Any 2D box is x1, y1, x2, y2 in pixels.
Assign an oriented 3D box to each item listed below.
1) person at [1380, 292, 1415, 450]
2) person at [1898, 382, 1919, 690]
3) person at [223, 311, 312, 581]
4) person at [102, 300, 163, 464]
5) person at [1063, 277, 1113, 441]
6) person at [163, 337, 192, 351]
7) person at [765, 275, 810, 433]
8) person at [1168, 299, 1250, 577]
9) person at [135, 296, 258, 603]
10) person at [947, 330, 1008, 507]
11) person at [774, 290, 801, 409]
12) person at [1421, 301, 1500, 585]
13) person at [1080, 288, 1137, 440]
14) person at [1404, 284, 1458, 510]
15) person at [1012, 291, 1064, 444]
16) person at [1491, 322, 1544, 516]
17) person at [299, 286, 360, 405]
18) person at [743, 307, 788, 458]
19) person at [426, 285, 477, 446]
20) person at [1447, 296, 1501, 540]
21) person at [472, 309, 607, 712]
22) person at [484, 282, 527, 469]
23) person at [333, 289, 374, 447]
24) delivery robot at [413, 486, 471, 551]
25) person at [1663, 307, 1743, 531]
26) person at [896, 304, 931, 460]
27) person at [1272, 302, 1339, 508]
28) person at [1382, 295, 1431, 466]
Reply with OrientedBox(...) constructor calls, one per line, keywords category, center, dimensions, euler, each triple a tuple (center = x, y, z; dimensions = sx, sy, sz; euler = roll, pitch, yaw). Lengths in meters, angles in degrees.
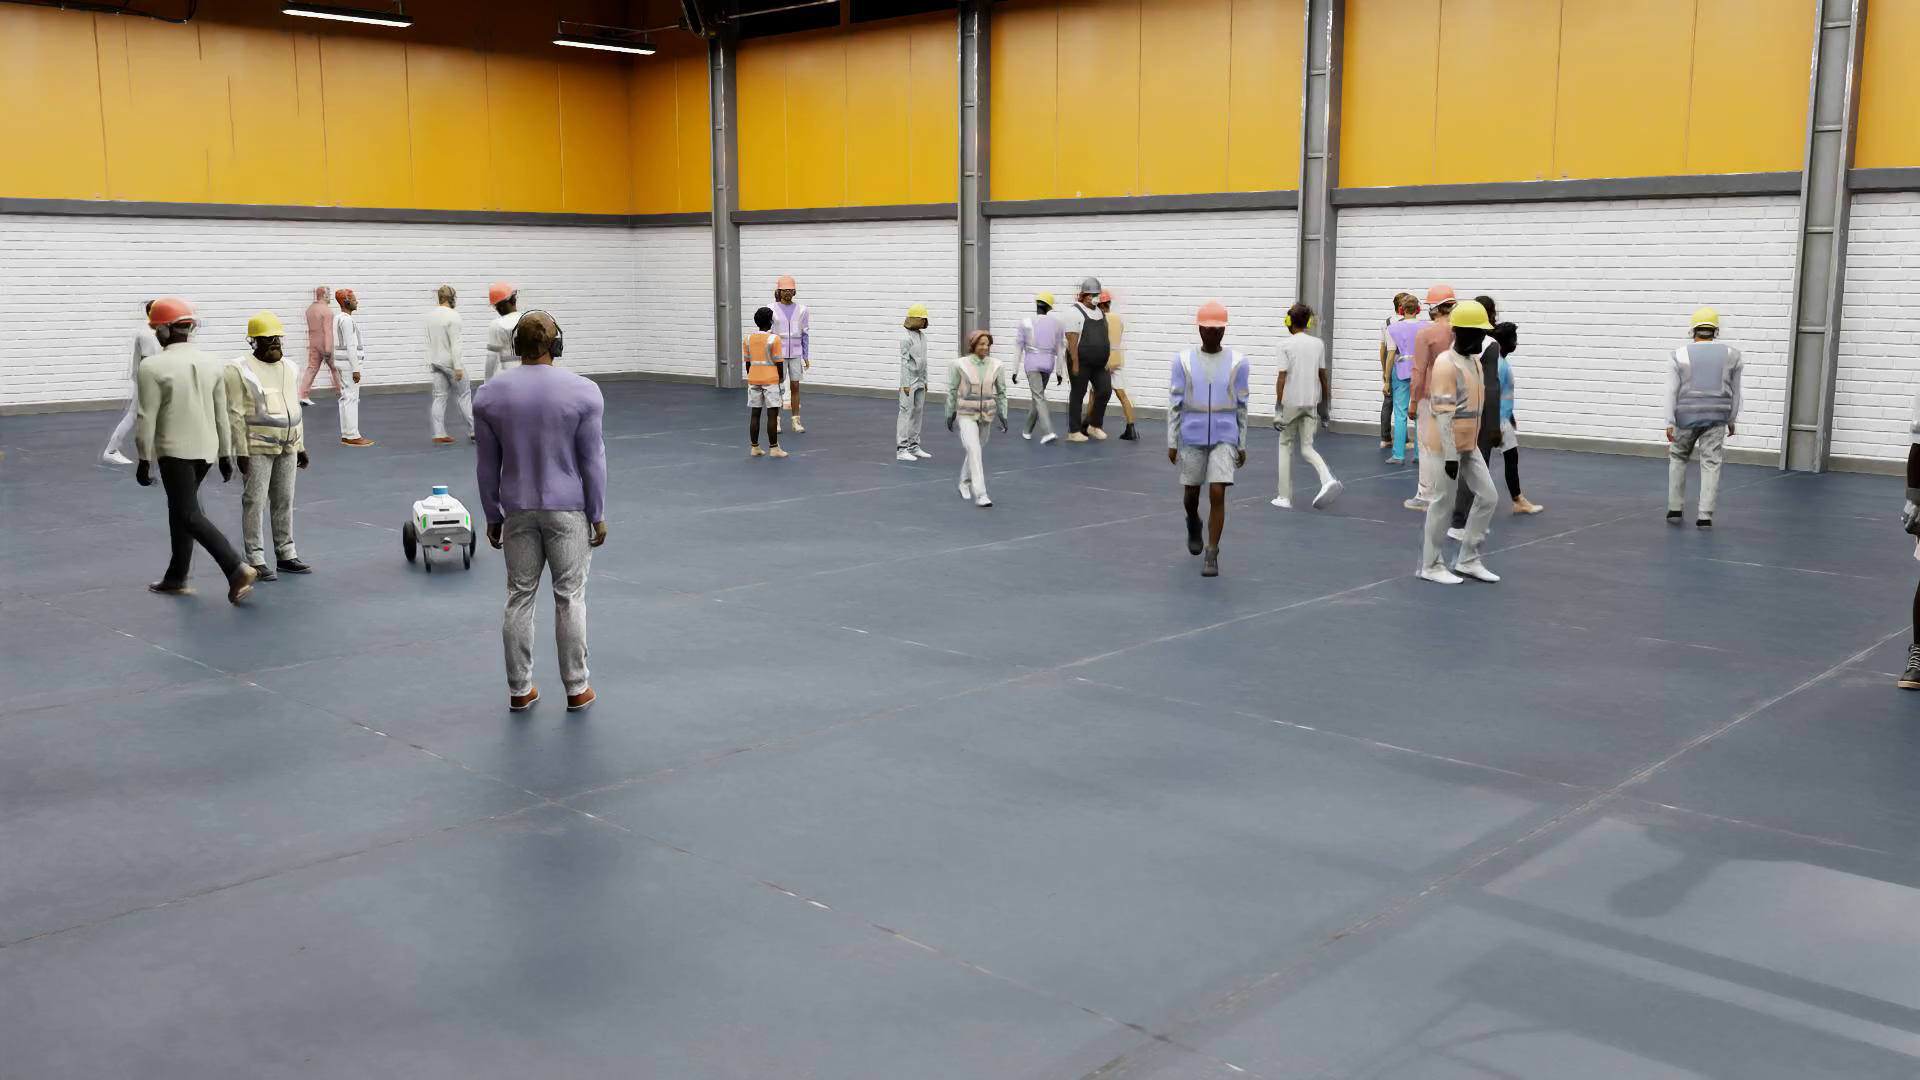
OrientedBox(category="person", center=(5.166, -1.979, 19.540), dimensions=(0.336, 1.845, 0.513), euler=(-6, 11, -33))
OrientedBox(category="person", center=(5.036, -0.199, 8.286), dimensions=(0.602, 1.958, 0.369), euler=(5, 11, 29))
OrientedBox(category="person", center=(-4.727, -0.648, 11.418), dimensions=(0.404, 1.835, 0.588), euler=(5, 10, 28))
OrientedBox(category="person", center=(-8.864, -1.707, 18.078), dimensions=(1.001, 1.799, 0.564), euler=(-1, 9, -4))
OrientedBox(category="person", center=(1.584, -2.221, 20.427), dimensions=(0.696, 2.000, 0.543), euler=(-7, 12, -37))
OrientedBox(category="person", center=(-8.849, -1.804, 18.748), dimensions=(0.420, 1.750, 0.544), euler=(4, 10, 22))
OrientedBox(category="person", center=(-2.229, -2.394, 21.486), dimensions=(0.608, 2.044, 0.370), euler=(-3, 10, -20))
OrientedBox(category="person", center=(1.746, -0.734, 11.703), dimensions=(0.556, 1.920, 0.765), euler=(1, 9, 8))
OrientedBox(category="person", center=(-4.880, -0.570, 10.589), dimensions=(0.967, 1.954, 0.604), euler=(3, 10, 20))
OrientedBox(category="person", center=(0.151, -1.106, 15.018), dimensions=(0.530, 1.583, 0.945), euler=(-4, 10, -22))
OrientedBox(category="person", center=(-2.670, -2.896, 25.179), dimensions=(0.429, 1.844, 0.627), euler=(-7, 12, -38))
OrientedBox(category="person", center=(3.391, -0.632, 11.081), dimensions=(0.641, 1.904, 0.624), euler=(8, 12, 39))
OrientedBox(category="person", center=(1.825, -2.188, 20.736), dimensions=(0.575, 1.878, 1.048), euler=(-8, 12, -41))
OrientedBox(category="person", center=(4.213, -1.253, 14.677), dimensions=(0.619, 1.989, 0.397), euler=(-5, 10, -27))
OrientedBox(category="person", center=(0.974, -2.105, 20.346), dimensions=(0.628, 1.854, 1.004), euler=(-3, 10, -20))
OrientedBox(category="person", center=(4.713, -1.036, 14.327), dimensions=(0.793, 1.662, 0.547), euler=(2, 9, 11))
OrientedBox(category="person", center=(-9.947, -3.024, 25.935), dimensions=(0.654, 1.860, 0.990), euler=(7, 11, 35))
OrientedBox(category="person", center=(-2.184, -1.760, 18.655), dimensions=(0.535, 1.697, 0.318), euler=(5, 11, 29))
OrientedBox(category="person", center=(-6.063, -2.099, 20.043), dimensions=(0.659, 1.916, 0.786), euler=(7, 12, 37))
OrientedBox(category="person", center=(4.036, -0.939, 13.078), dimensions=(0.459, 1.933, 0.604), euler=(-2, 9, -11))
OrientedBox(category="person", center=(-1.993, -0.127, 7.953), dimensions=(0.623, 1.932, 0.368), euler=(1, 9, 4))
OrientedBox(category="person", center=(-4.581, -1.626, 16.976), dimensions=(0.919, 1.973, 0.638), euler=(4, 10, 26))
OrientedBox(category="person", center=(-7.292, -2.056, 19.898), dimensions=(0.355, 1.885, 0.576), euler=(-6, 11, -32))
OrientedBox(category="delivery robot", center=(-3.732, -0.146, 11.966), dimensions=(0.477, 0.478, 0.707), euler=(-4, 10, -22))
OrientedBox(category="person", center=(6.071, -0.999, 13.659), dimensions=(0.607, 1.808, 0.709), euler=(2, 10, 14))
OrientedBox(category="person", center=(-0.491, -1.754, 18.514), dimensions=(0.340, 1.735, 0.483), euler=(5, 11, 28))
OrientedBox(category="person", center=(3.020, -1.161, 14.585), dimensions=(0.570, 1.836, 0.756), euler=(-3, 10, -19))
OrientedBox(category="person", center=(4.841, -1.712, 17.932), dimensions=(0.564, 1.837, 0.394), euler=(-2, 9, -10))
